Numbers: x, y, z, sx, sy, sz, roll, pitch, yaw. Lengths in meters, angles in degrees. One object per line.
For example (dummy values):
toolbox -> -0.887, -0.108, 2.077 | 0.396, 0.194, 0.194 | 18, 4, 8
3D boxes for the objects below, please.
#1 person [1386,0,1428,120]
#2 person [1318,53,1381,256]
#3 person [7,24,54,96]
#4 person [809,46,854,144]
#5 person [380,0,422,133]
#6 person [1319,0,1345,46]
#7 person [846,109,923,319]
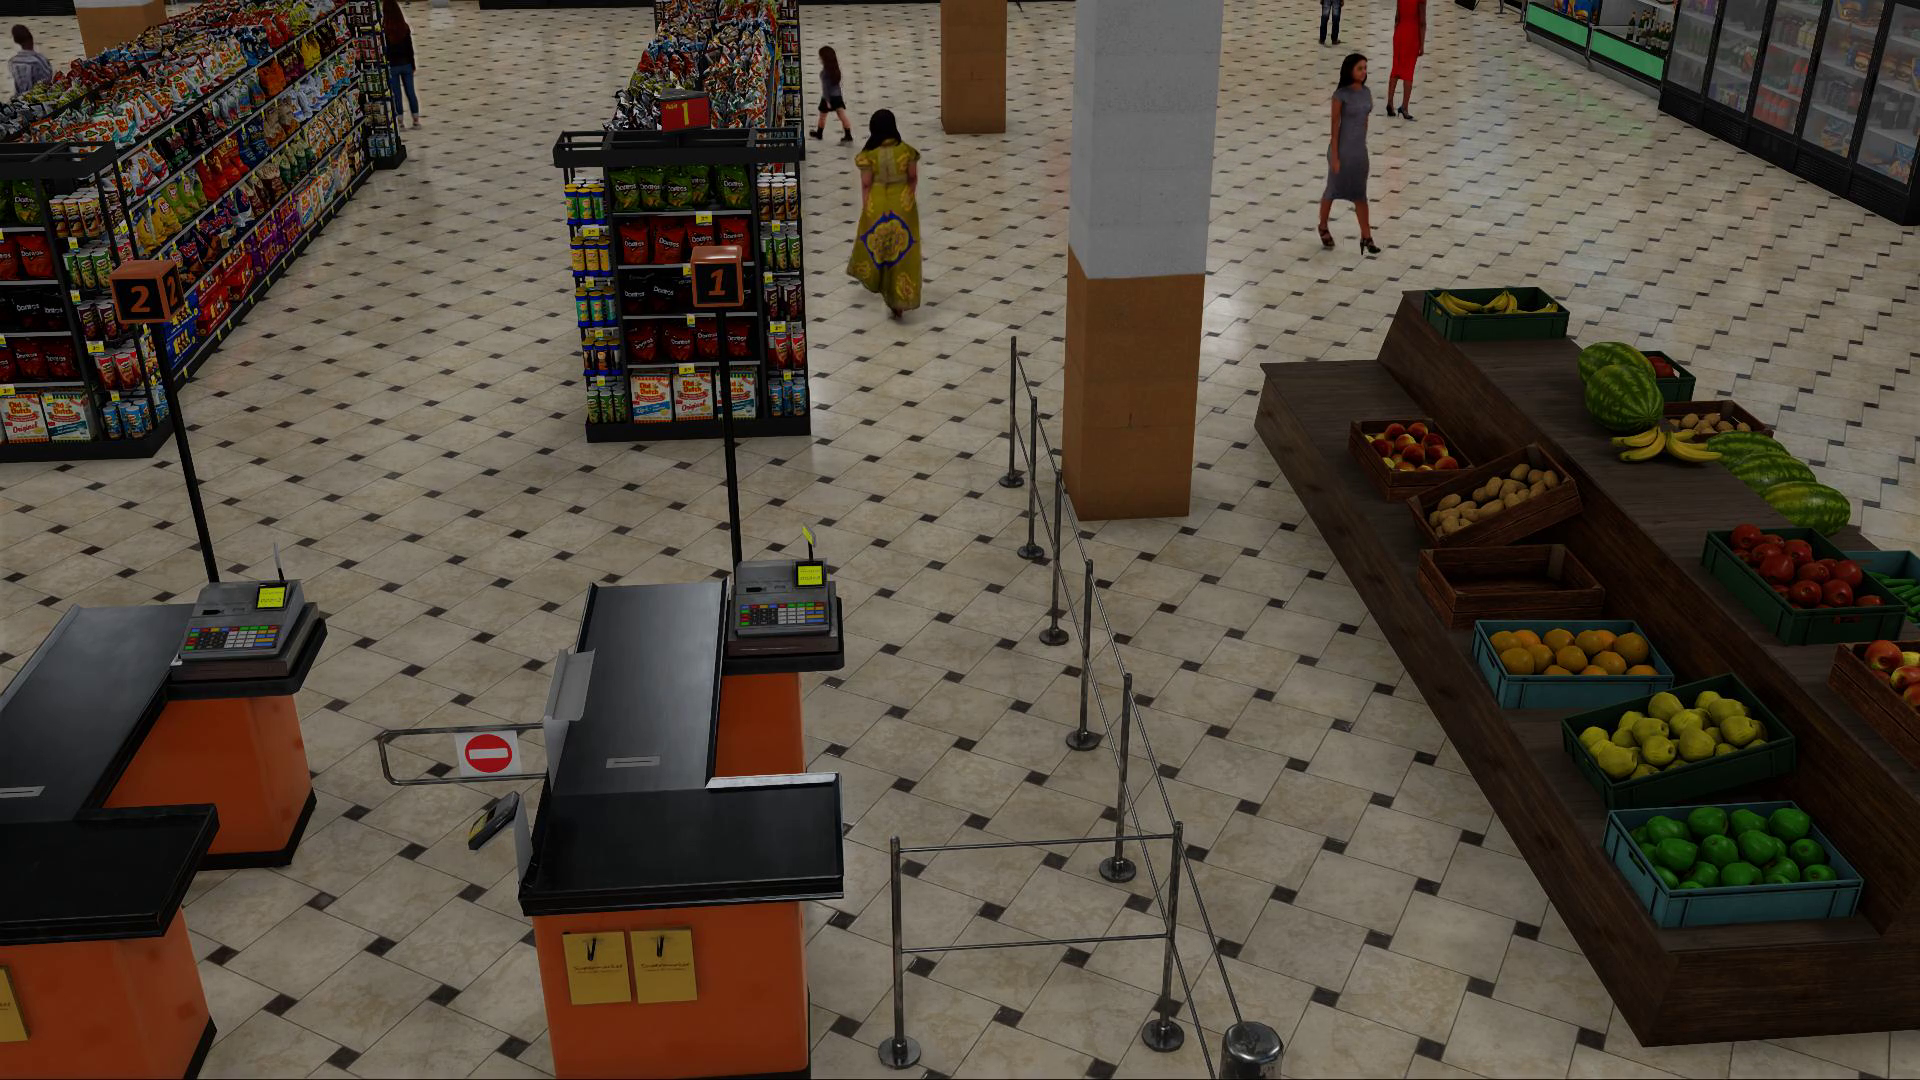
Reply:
person -> 5.303, -5.904, 19.750 | 0.711, 1.743, 0.610 | -19, 33, -33
person -> 3.406, -3.456, 14.915 | 0.846, 1.750, 1.095 | -12, 29, -23
person -> -8.833, -4.001, 15.983 | 0.765, 1.756, 0.770 | 12, 29, 22
person -> -1.393, -4.959, 18.627 | 0.845, 1.074, 0.809 | 18, 32, 32
person -> -6.492, -5.490, 19.223 | 0.632, 1.481, 0.659 | -19, 32, -32
person -> 5.386, -7.851, 24.072 | 0.576, 1.307, 0.604 | 9, 28, 18
person -> -0.552, -2.577, 13.333 | 0.786, 1.612, 1.199 | -3, 27, -6
